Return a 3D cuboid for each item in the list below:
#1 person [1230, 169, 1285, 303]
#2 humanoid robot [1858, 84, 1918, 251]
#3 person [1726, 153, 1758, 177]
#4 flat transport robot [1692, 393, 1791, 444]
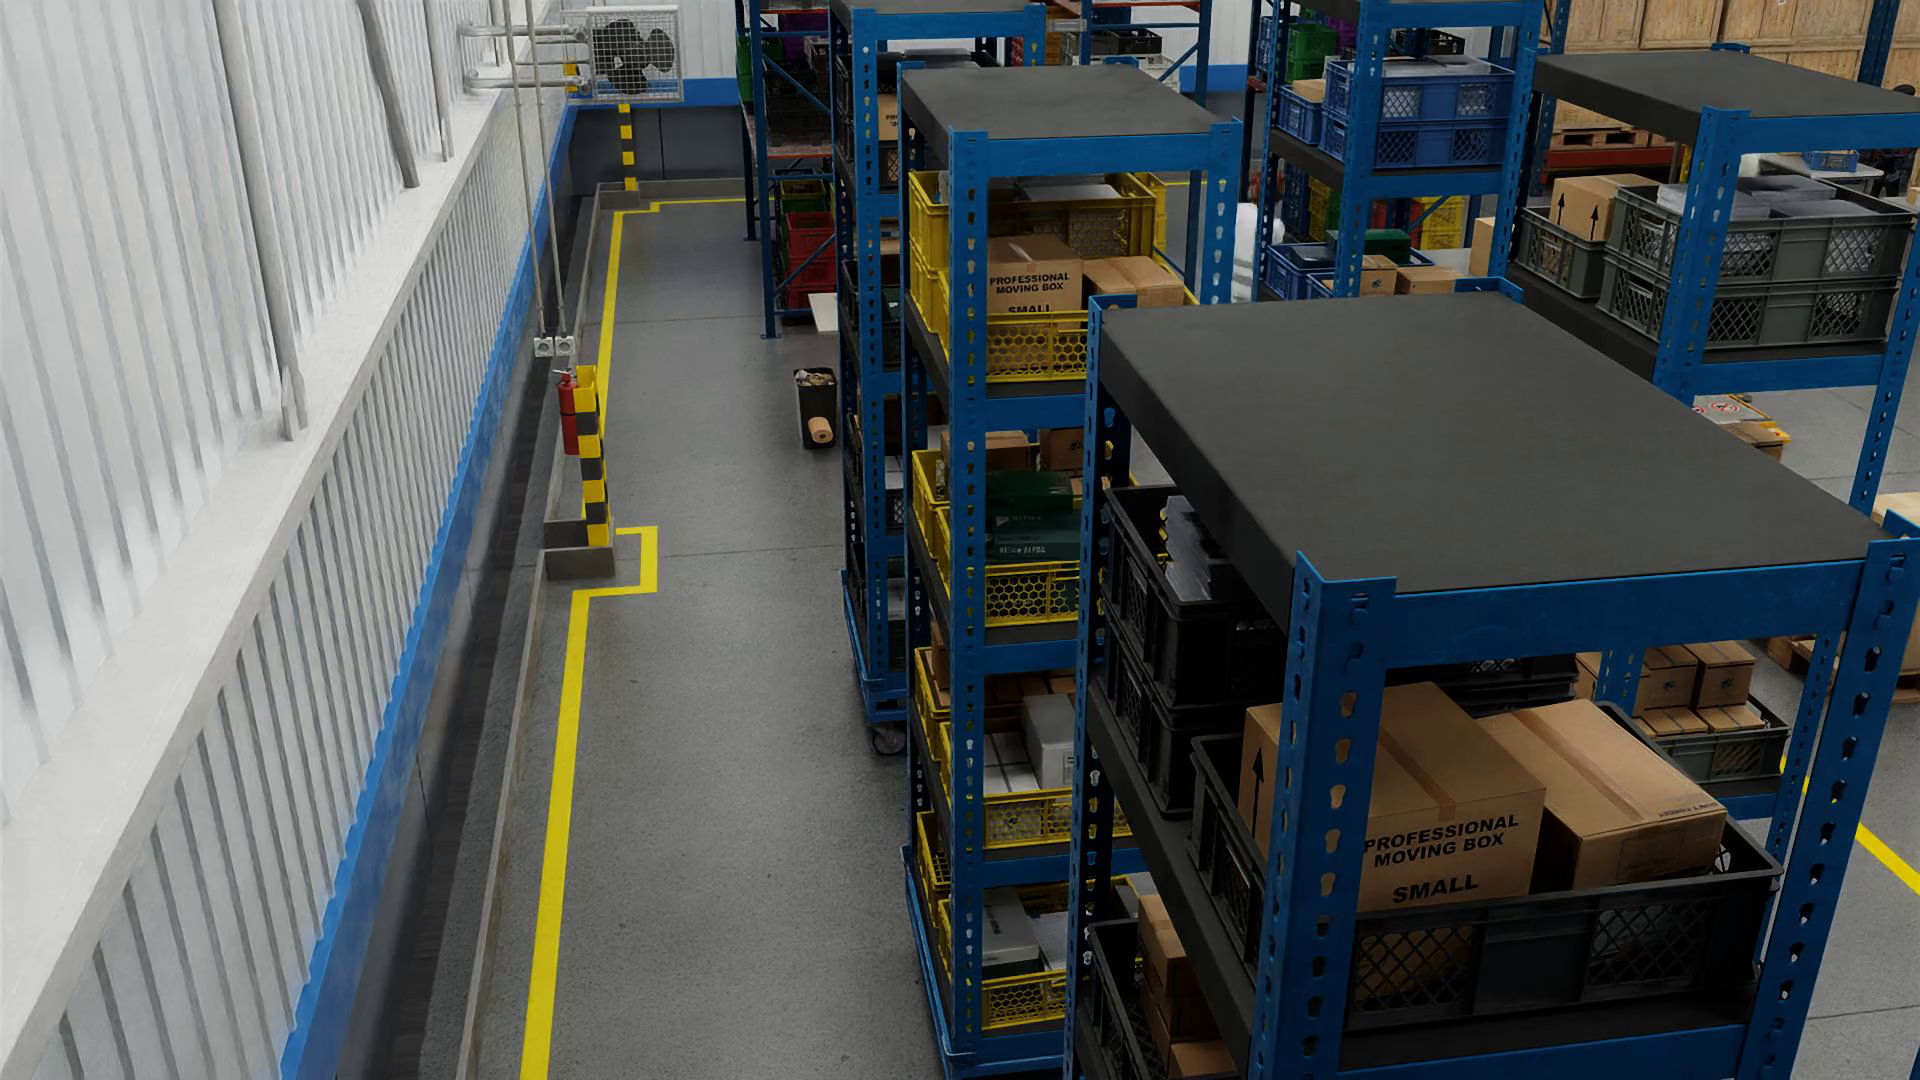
[{"bbox_3d":[2.200,-1.906,12.566,0.586,1.835,0.931,22,33,39],"label":"person"},{"bbox_3d":[9.331,-3.730,16.707,0.324,1.655,0.598,-7,26,-16],"label":"humanoid robot"},{"bbox_3d":[6.970,-2.969,14.995,0.663,1.733,0.535,-3,25,-6],"label":"person"},{"bbox_3d":[5.224,-0.859,12.132,1.431,0.197,0.652,-4,25,-8],"label":"flat transport robot"}]
